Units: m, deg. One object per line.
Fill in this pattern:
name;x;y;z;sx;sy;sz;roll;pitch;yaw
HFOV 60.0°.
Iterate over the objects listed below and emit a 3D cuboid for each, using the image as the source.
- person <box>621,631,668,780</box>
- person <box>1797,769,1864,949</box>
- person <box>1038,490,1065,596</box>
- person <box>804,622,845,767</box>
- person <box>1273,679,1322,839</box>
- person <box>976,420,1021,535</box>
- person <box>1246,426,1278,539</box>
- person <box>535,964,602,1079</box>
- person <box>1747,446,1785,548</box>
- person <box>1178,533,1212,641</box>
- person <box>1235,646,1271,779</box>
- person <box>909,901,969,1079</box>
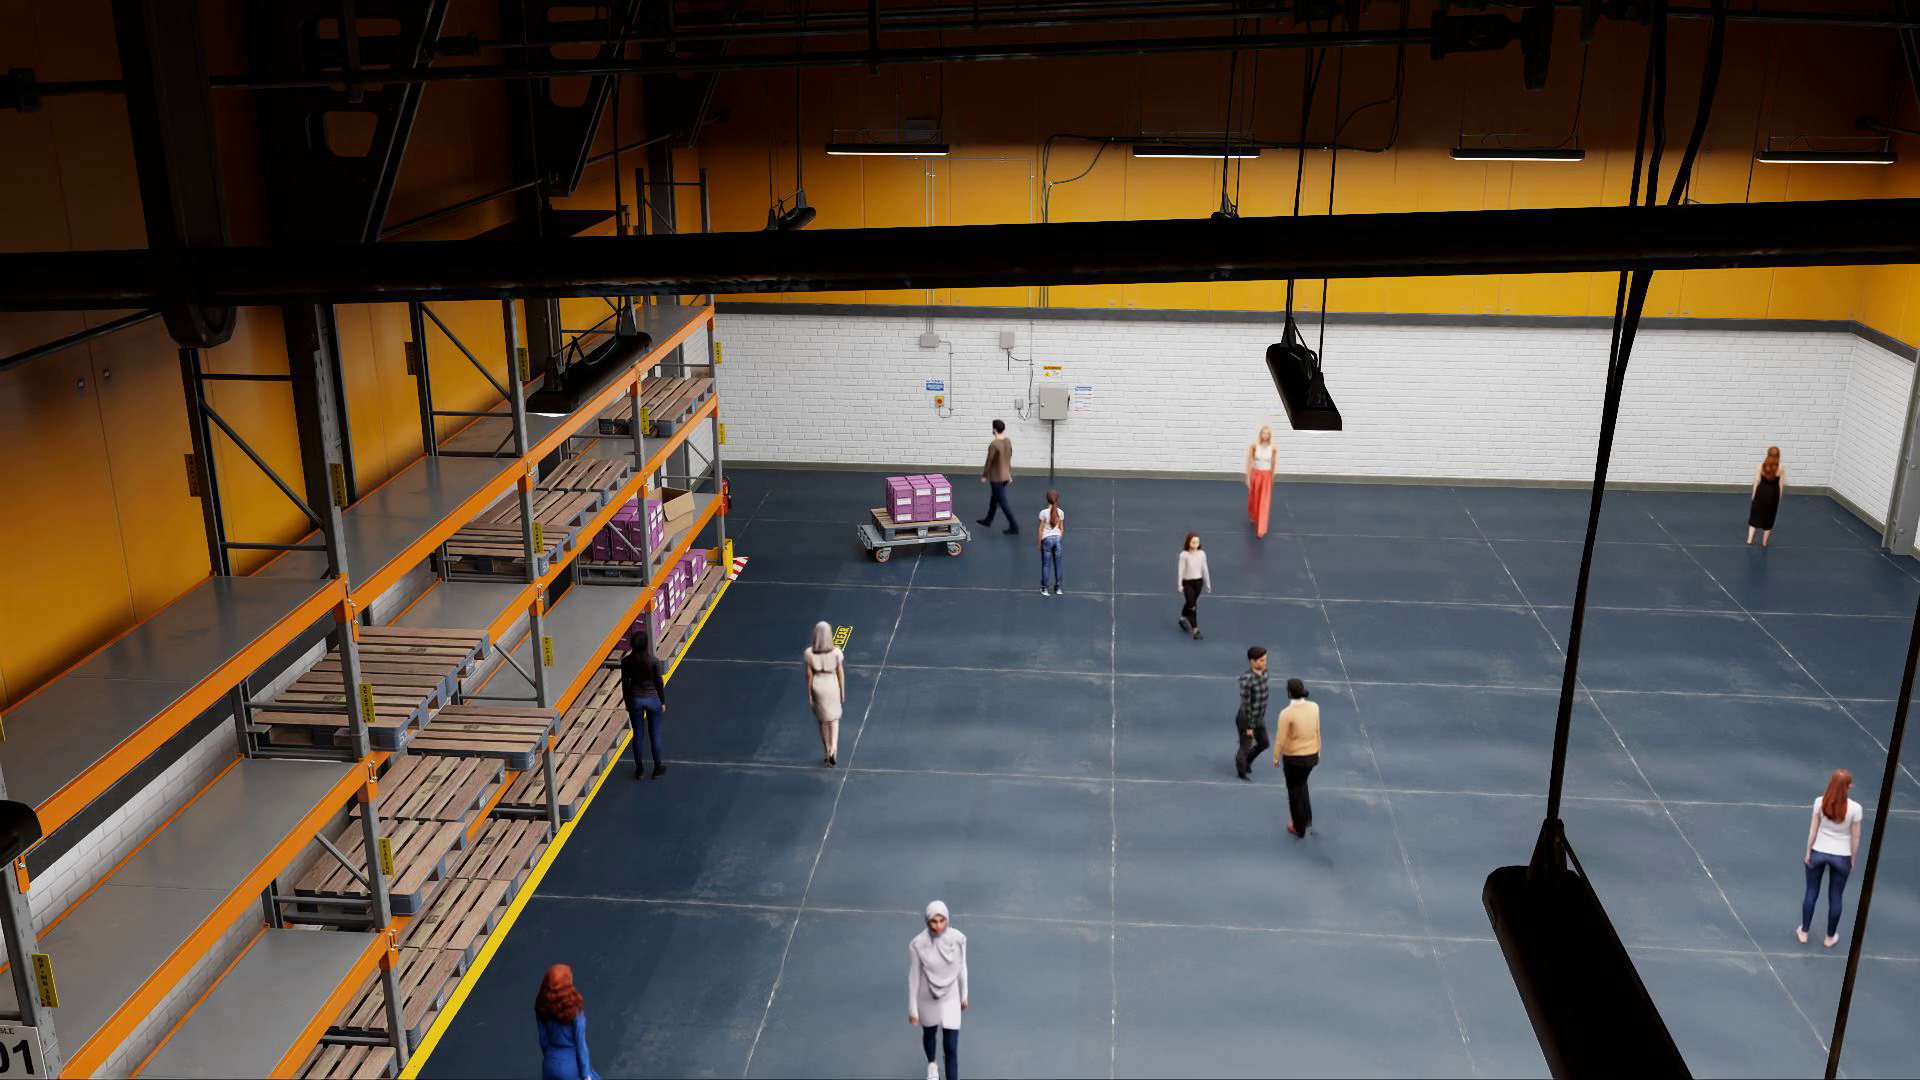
person;-3.504;1.822;18.454;0.626;1.746;0.576;0;19;0
person;7.968;2.908;15.244;0.642;1.738;0.650;11;21;29
person;1.323;0.021;24.093;0.591;1.561;0.614;-5;19;-14
person;-1.509;1.780;18.615;0.655;1.723;0.858;0;19;0
person;3.528;2.281;17.108;0.779;1.736;0.786;-8;20;-22
person;0.695;-0.964;26.573;1.051;1.845;1.174;12;22;31
person;4.812;-0.976;26.748;0.684;1.756;1.266;3;19;9
person;-2.896;3.944;12.046;0.766;1.815;0.801;9;20;24
person;12.674;-0.684;26.089;0.655;1.624;0.689;9;20;24
person;3.129;0.592;22.581;0.810;1.444;1.052;-6;19;-17
person;3.194;1.945;18.518;0.797;1.702;0.842;-17;25;-41
person;-0.189;3.609;13.166;0.771;1.735;1.138;-2;19;-6
